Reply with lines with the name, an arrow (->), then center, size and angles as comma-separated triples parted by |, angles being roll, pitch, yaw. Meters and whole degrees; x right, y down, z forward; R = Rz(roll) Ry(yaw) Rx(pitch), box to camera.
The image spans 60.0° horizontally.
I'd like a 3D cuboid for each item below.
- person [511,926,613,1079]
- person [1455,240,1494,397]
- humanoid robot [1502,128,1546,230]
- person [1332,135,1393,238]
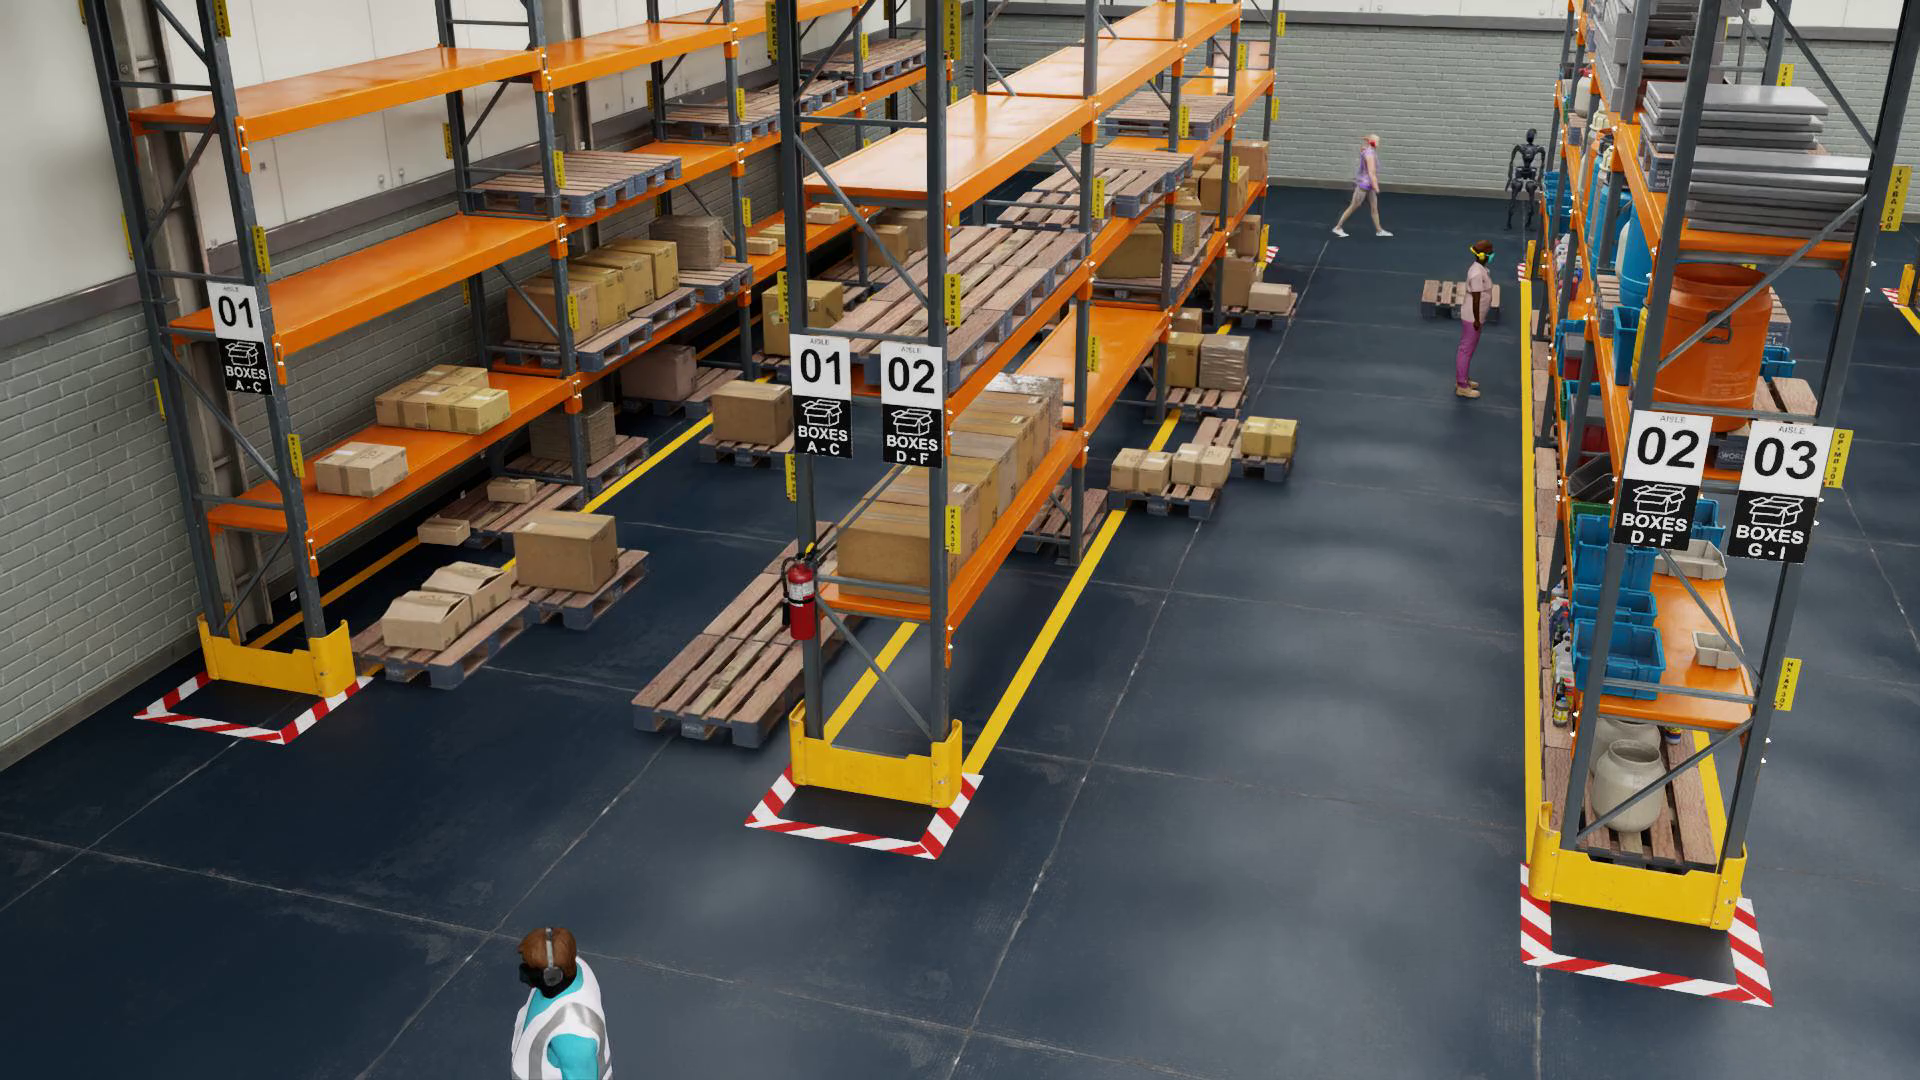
person -> -1.754, 2.499, 7.394 | 0.429, 1.844, 0.624 | -8, 25, -18
person -> 5.938, -2.564, 19.185 | 0.331, 1.801, 0.518 | 6, 24, 13
humanoid robot -> 9.156, -5.846, 26.943 | 0.585, 1.639, 0.383 | 7, 24, 15
person -> 6.448, -5.622, 26.466 | 0.944, 1.641, 0.469 | 6, 24, 14
